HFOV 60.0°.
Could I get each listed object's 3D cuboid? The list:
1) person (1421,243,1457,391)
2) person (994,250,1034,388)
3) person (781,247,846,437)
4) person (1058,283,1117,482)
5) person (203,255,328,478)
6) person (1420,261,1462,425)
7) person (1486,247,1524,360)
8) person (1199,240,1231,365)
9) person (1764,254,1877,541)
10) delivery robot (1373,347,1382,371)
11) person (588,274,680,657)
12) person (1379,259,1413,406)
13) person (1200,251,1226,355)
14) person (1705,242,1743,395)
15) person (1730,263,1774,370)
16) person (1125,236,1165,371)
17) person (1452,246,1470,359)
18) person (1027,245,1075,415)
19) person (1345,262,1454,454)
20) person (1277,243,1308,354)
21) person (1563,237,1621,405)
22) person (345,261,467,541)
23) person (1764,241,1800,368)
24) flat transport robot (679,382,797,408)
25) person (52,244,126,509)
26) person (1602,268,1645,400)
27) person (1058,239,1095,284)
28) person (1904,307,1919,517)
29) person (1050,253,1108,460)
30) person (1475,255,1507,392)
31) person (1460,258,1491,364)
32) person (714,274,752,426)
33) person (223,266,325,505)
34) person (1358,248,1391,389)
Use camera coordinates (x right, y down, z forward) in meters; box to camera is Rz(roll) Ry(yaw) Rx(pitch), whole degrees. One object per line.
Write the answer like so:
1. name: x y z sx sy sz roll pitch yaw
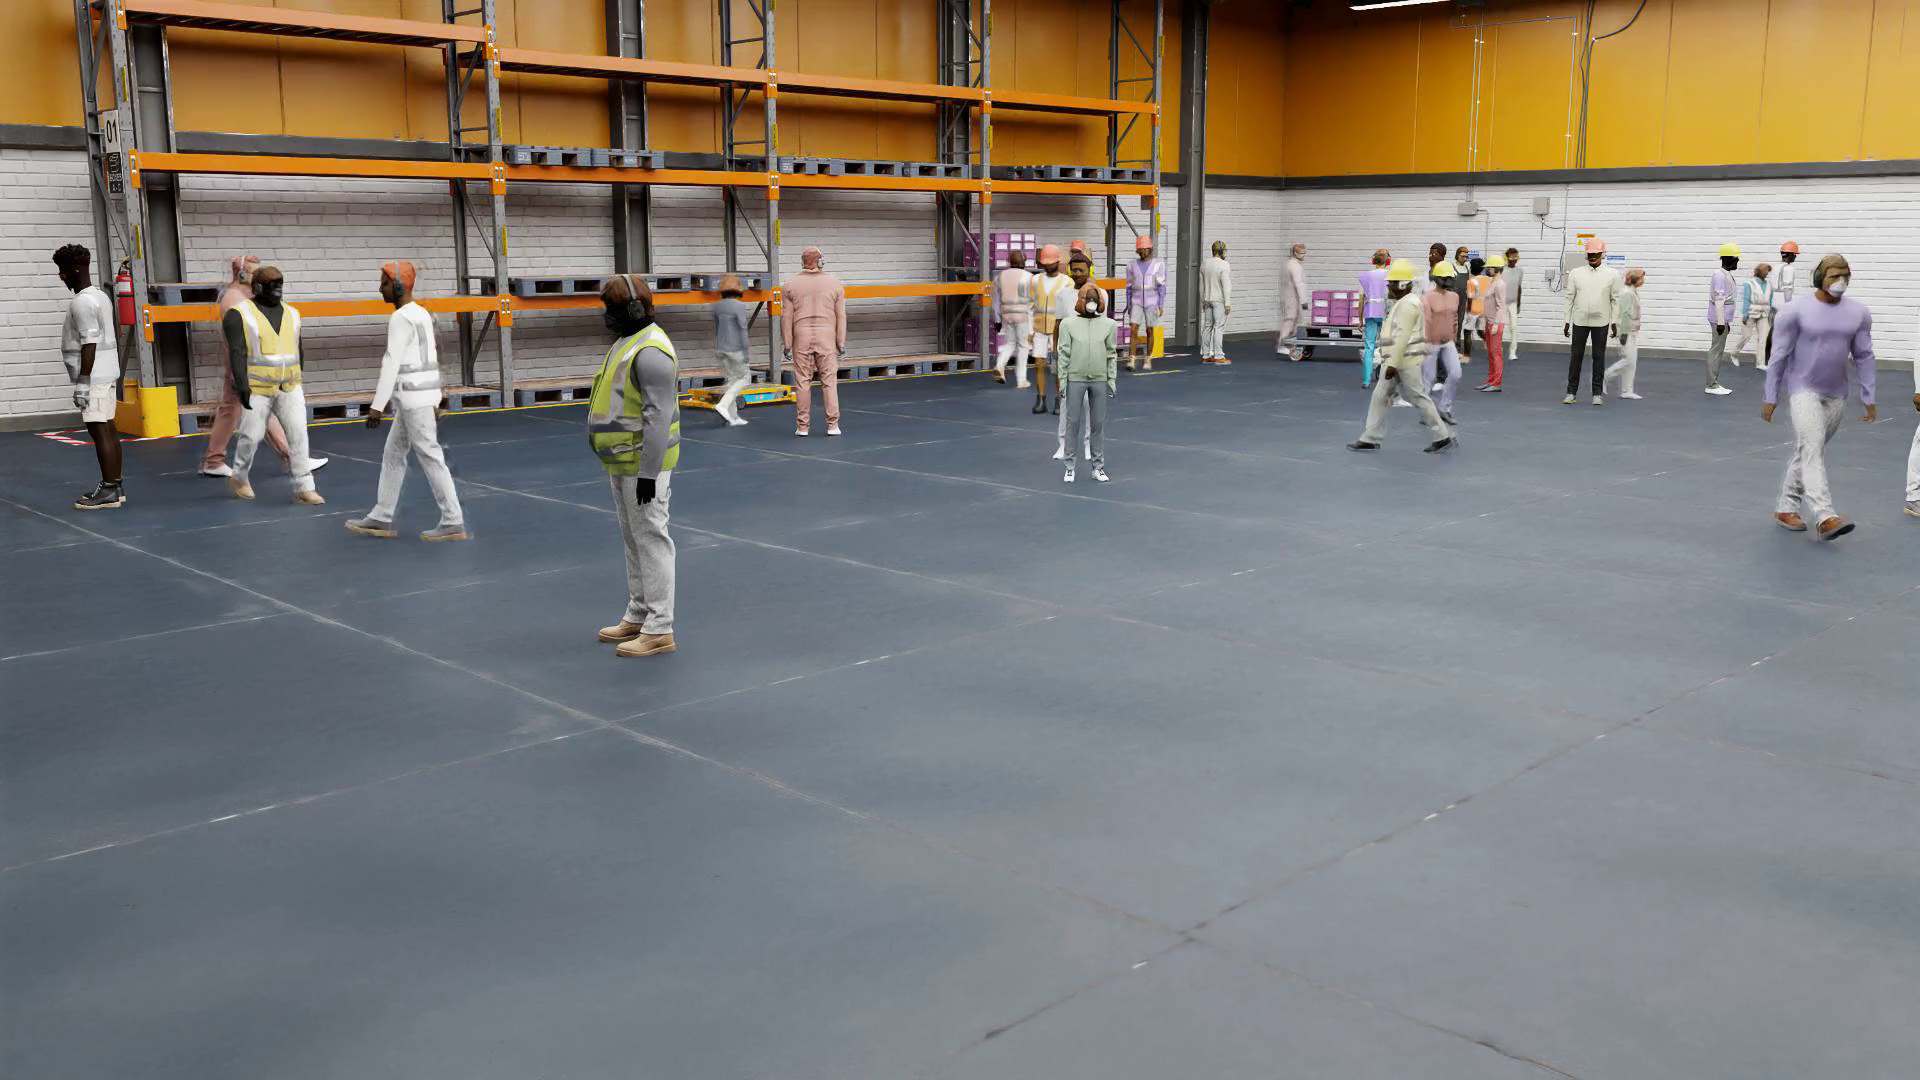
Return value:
1. person: 6.244 -2.916 21.783 0.392 1.918 0.589 -5 11 -25
2. person: 0.748 -2.923 22.063 0.632 1.827 0.517 8 13 36
3. person: -1.470 -1.988 16.763 0.643 1.905 0.399 -1 10 -5
4. person: 1.049 -1.290 13.687 0.500 1.635 0.287 -2 10 -8
5. person: -5.894 -1.439 13.895 0.987 1.850 0.661 -5 12 -25
6. person: 5.104 -2.071 17.626 0.540 1.753 0.463 -4 11 -22
7. person: 8.952 -3.879 27.285 0.523 1.835 0.826 -1 10 -6
8. person: 4.018 -3.720 26.107 0.355 1.938 0.638 -7 12 -33
9. person: 5.784 -0.941 11.072 0.659 1.889 0.990 -1 10 -6
10. delivery robot: 5.898 -2.502 22.987 0.477 0.478 0.707 -3 11 -19
11. person: -1.576 -0.361 8.071 0.429 1.840 0.624 -5 11 -24
12. person: 5.199 -2.460 19.766 0.297 1.745 0.484 -3 11 -16
13. person: 4.307 -4.046 28.138 0.354 1.851 0.507 -4 11 -19
14. person: 9.744 -2.822 21.241 0.363 1.927 0.587 6 12 29
15. person: 12.051 -3.399 25.242 0.522 1.611 0.738 -2 11 -10
16. person: 2.735 -3.509 24.784 0.616 2.002 0.967 3 11 15
17. person: 8.117 -3.862 27.154 0.507 1.839 0.344 -5 12 -27
18. person: 1.033 -2.364 18.782 0.564 1.911 0.459 4 11 21
19. person: 4.149 -1.679 15.423 0.962 1.784 0.582 0 10 2
20. person: 5.733 -4.066 28.163 0.729 1.876 0.670 0 10 2
21. person: 7.553 -2.613 19.915 0.623 1.992 0.397 5 11 24
22. person: -3.723 -0.898 10.969 0.905 1.846 0.589 -2 11 -9
23. person: 12.564 -3.581 25.381 0.389 1.929 0.545 0 10 2
24. flat transport robot: -2.586 -1.723 19.763 0.652 0.197 1.431 8 13 39
25. person: -6.471 -1.212 12.378 0.381 1.958 0.603 -3 11 -15
26. person: 8.198 -2.543 20.523 0.456 1.619 0.531 6 12 31
27. person: 1.679 -3.447 24.558 0.623 1.971 0.779 4 11 22
28. person: 7.117 -1.102 11.979 0.585 1.882 0.340 -3 11 -18
29. person: 1.079 -1.647 15.008 0.532 1.865 0.310 2 11 10
30. person: 6.905 -2.801 21.568 0.315 1.769 0.523 1 10 5
31. person: 8.149 -3.581 26.048 0.538 1.676 0.648 -7 12 -33
32. person: -2.436 -1.998 17.599 0.506 1.615 0.415 10 14 42
33. person: -5.254 -1.171 12.592 0.924 1.805 0.623 9 13 39
34. person: 5.510 -2.898 21.875 0.567 1.846 0.389 3 11 18
